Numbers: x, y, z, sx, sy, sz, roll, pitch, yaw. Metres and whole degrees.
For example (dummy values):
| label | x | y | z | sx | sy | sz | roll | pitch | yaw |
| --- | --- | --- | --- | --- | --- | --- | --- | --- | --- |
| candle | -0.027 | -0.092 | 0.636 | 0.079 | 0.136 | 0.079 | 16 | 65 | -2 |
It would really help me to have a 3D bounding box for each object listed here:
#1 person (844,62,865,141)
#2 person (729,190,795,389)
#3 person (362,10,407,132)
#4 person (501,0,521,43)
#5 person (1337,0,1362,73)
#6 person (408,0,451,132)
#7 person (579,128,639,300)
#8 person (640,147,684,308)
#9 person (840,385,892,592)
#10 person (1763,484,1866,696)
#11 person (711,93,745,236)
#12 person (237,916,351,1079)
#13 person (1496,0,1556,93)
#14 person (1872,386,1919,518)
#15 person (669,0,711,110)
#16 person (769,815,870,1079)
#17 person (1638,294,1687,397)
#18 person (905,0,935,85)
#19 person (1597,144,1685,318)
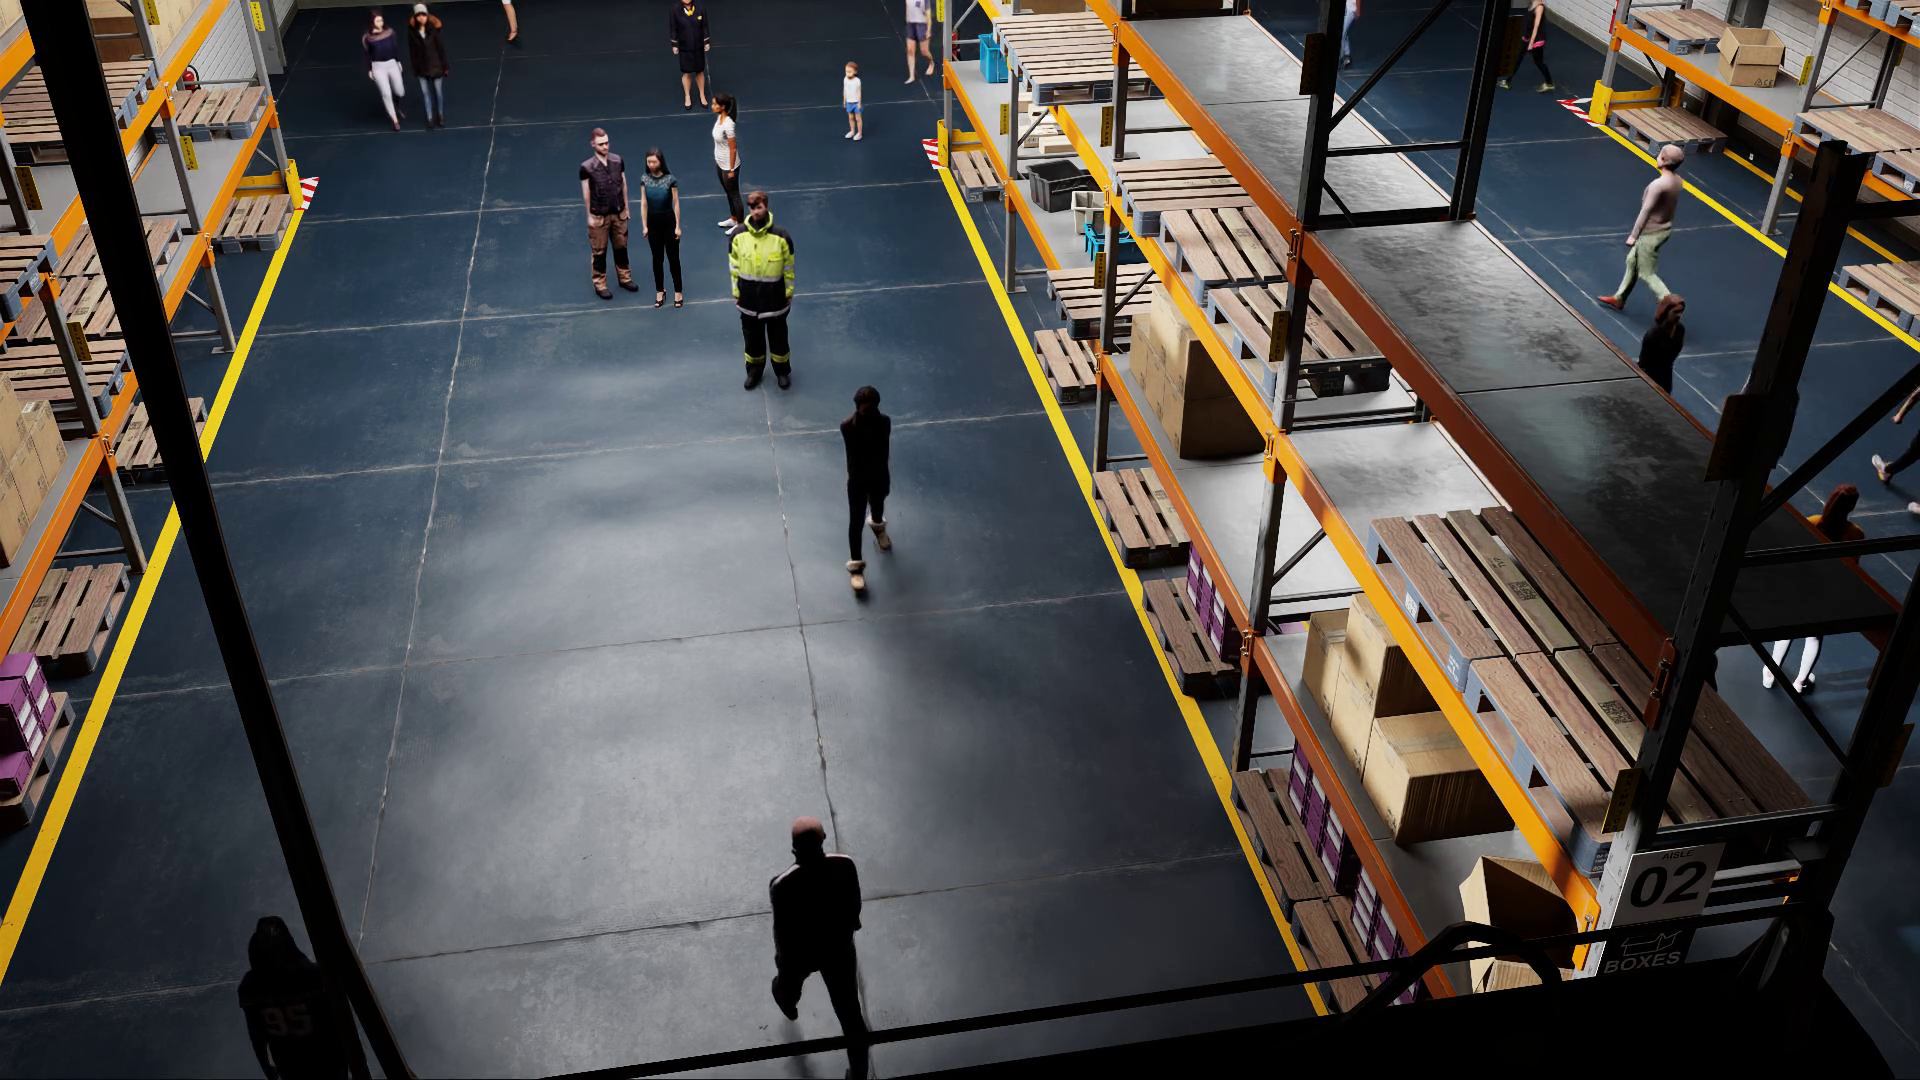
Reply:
| label | x | y | z | sx | sy | sz | roll | pitch | yaw |
| --- | --- | --- | --- | --- | --- | --- | --- | --- | --- |
| person | -1.383 | -5.748 | 21.742 | 0.478 | 1.019 | 0.532 | 18 | 38 | 25 |
| person | -1.868 | -2.390 | 15.820 | 0.810 | 1.983 | 0.702 | 0 | 34 | 0 |
| person | -7.589 | -6.200 | 21.905 | 0.748 | 1.591 | 0.815 | -22 | 40 | -30 |
| person | -6.890 | -8.441 | 25.093 | 0.634 | 1.794 | 0.454 | -8 | 34 | -12 |
| person | 5.623 | -7.651 | 23.993 | 0.886 | 1.696 | 0.877 | -26 | 41 | -33 |
| person | -7.024 | -6.295 | 22.018 | 0.652 | 1.624 | 0.805 | -8 | 34 | -11 |
| person | -3.748 | -3.471 | 17.576 | 0.761 | 1.838 | 0.749 | -22 | 39 | -29 |
| person | -3.104 | -3.263 | 17.356 | 0.605 | 1.737 | 0.569 | 3 | 34 | 4 |
| person | -0.697 | -0.423 | 13.151 | 0.657 | 1.661 | 1.113 | -7 | 34 | -10 |
| person | 6.127 | 0.350 | 11.907 | 0.689 | 1.750 | 0.745 | 20 | 39 | 27 |
| person | -2.648 | -4.307 | 19.008 | 0.673 | 1.645 | 0.521 | -13 | 36 | -19 |
| person | -3.354 | 2.574 | 8.589 | 0.621 | 1.719 | 0.704 | -5 | 34 | -8 |
| person | 8.061 | -6.970 | 23.137 | 0.745 | 1.510 | 1.029 | 2 | 34 | 4 |
| person | 8.212 | -0.948 | 13.896 | 0.694 | 1.711 | 1.141 | -7 | 34 | -11 |
| person | -3.654 | -6.714 | 22.607 | 0.711 | 1.671 | 0.645 | -9 | 35 | -13 |
| person | -0.715 | 2.301 | 8.953 | 0.945 | 1.773 | 1.326 | -14 | 36 | -21 |
| person | 6.007 | -1.402 | 14.606 | 0.751 | 1.680 | 1.034 | -15 | 36 | -21 |
| person | -0.558 | -7.309 | 23.607 | 0.845 | 1.553 | 0.917 | 20 | 38 | 27 |
| person | 7.136 | -3.060 | 16.951 | 1.297 | 1.847 | 1.122 | 29 | 43 | 36 |
